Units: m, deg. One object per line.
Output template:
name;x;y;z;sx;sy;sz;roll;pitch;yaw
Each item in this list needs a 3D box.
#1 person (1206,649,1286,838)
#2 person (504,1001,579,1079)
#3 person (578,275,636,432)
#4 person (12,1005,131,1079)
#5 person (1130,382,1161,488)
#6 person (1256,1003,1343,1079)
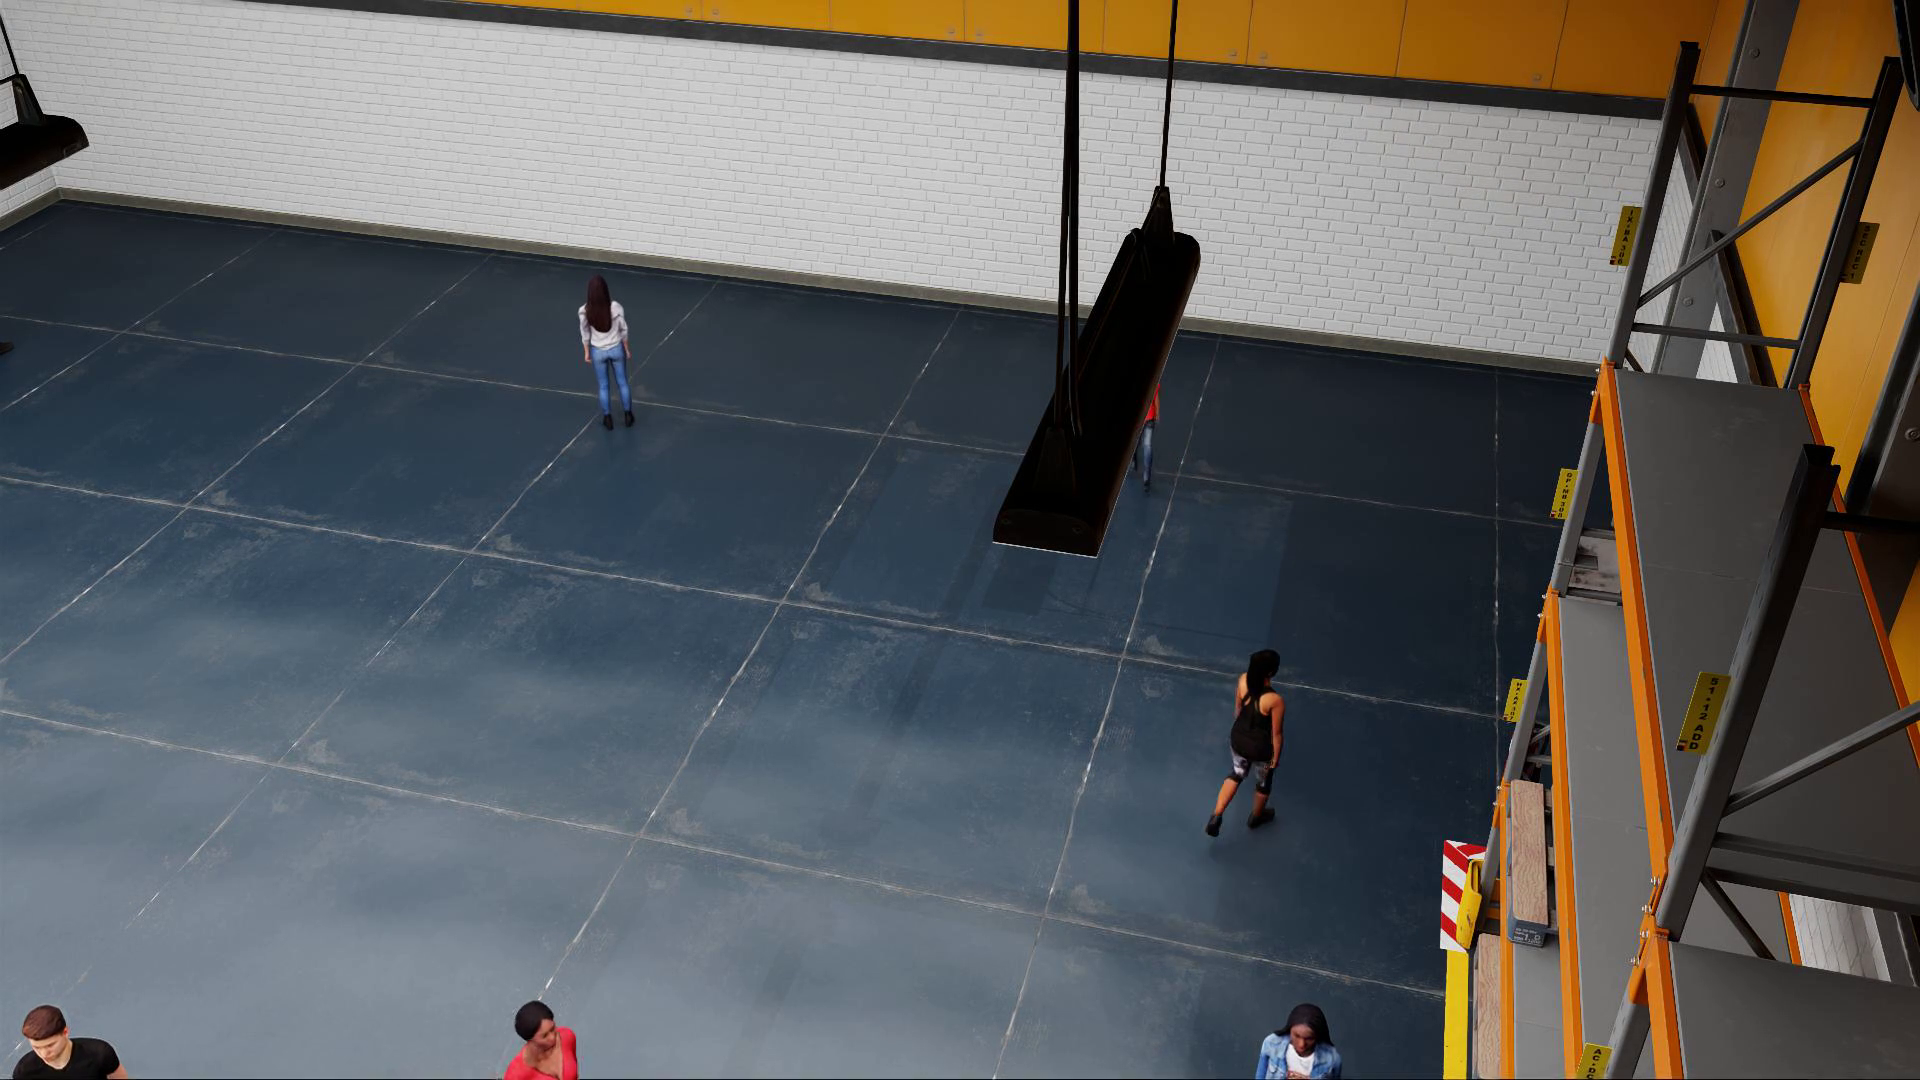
person;2.005;1.436;11.603;1.008;1.647;0.858;-28;43;-35
person;-2.268;3.108;8.988;0.952;1.758;1.036;26;42;34
person;-3.513;-1.870;16.593;0.682;1.631;0.685;-9;35;-13
person;-4.607;3.133;8.858;0.774;1.861;0.784;-11;35;-16
person;1.739;-1.118;15.768;0.676;1.292;0.939;-1;34;-2
person;1.806;3.119;9.014;0.581;1.711;0.493;9;35;13
